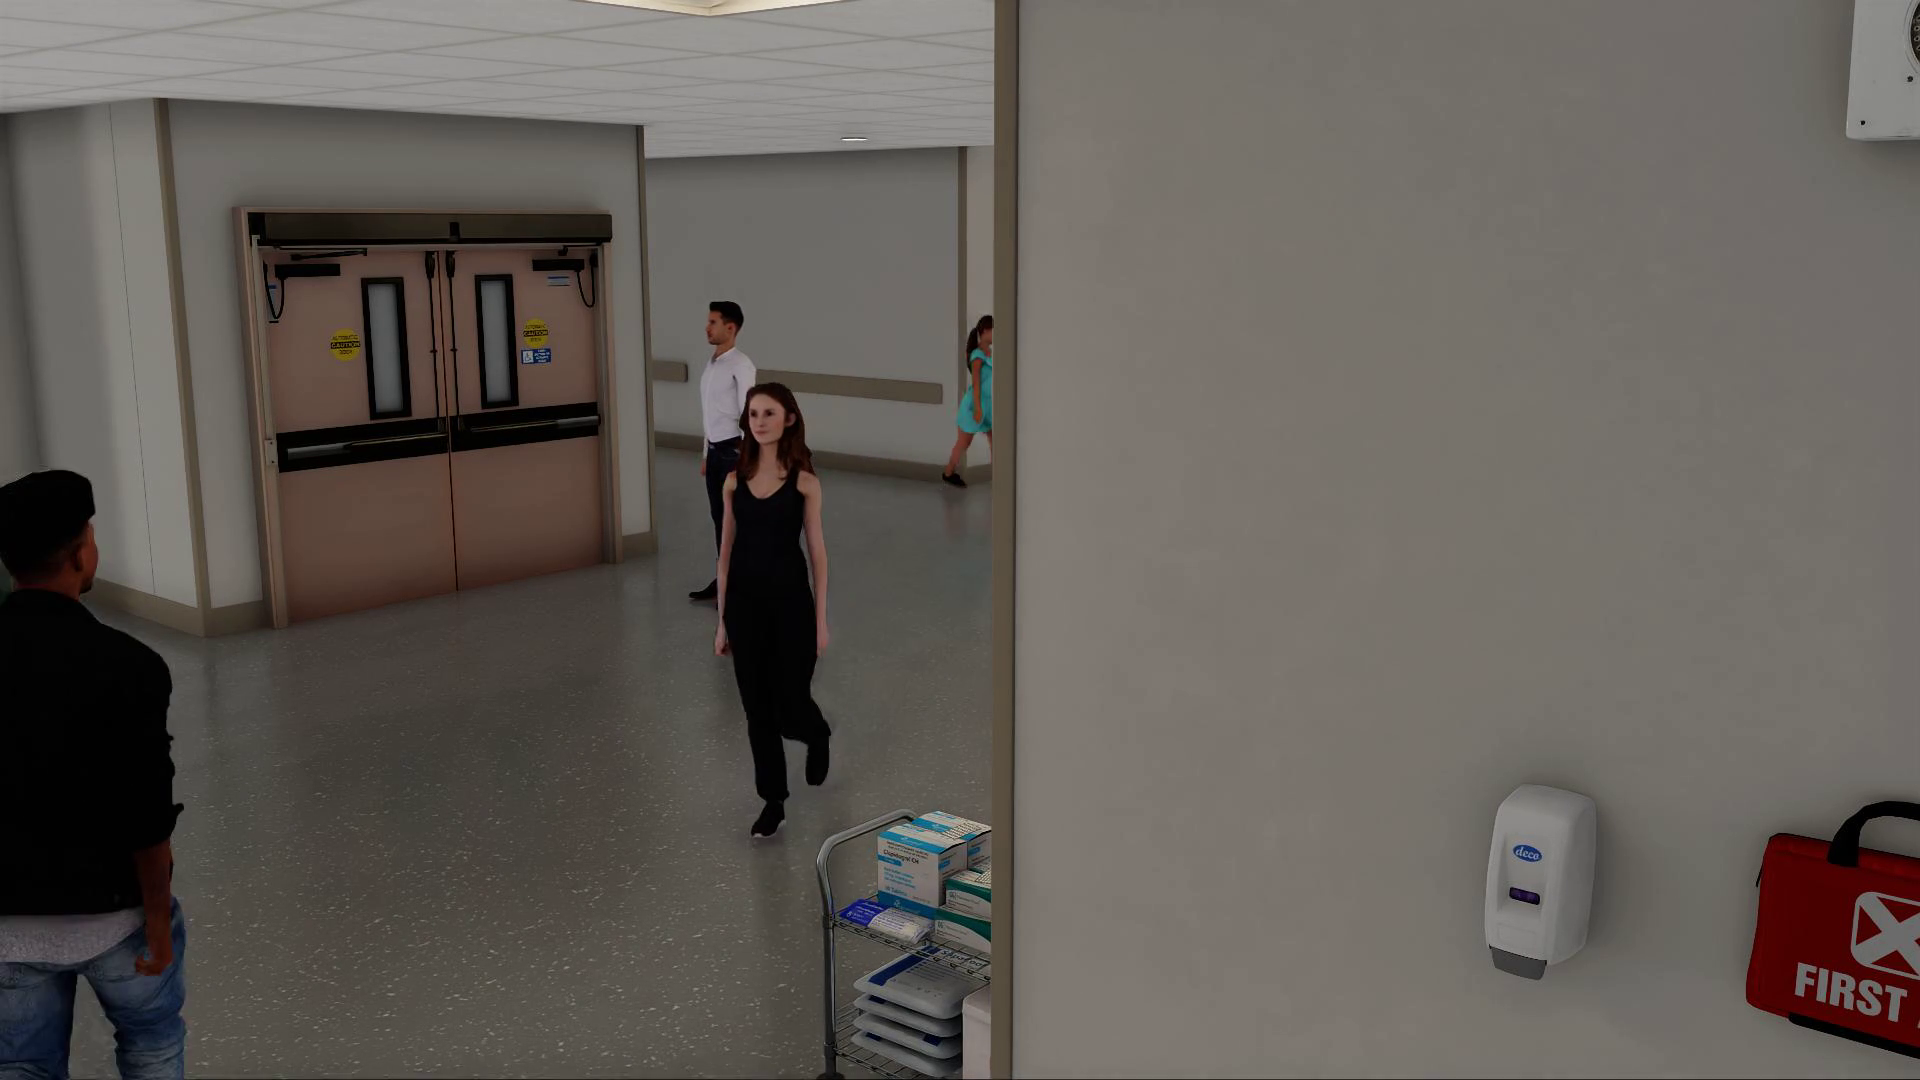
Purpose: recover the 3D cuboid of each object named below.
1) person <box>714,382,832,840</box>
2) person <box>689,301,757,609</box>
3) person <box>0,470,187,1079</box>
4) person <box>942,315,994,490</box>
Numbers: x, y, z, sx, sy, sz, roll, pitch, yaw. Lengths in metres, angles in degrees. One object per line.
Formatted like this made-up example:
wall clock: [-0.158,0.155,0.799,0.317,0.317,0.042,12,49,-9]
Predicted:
person: [-0.690,0.259,6.401,0.796,1.733,0.944,3,11,13]
person: [-1.405,-0.538,10.239,0.666,1.868,0.672,-8,13,-36]
person: [-1.956,0.773,3.526,1.082,1.794,1.179,0,11,0]
person: [0.105,-1.151,14.407,0.778,1.518,1.029,6,12,28]
